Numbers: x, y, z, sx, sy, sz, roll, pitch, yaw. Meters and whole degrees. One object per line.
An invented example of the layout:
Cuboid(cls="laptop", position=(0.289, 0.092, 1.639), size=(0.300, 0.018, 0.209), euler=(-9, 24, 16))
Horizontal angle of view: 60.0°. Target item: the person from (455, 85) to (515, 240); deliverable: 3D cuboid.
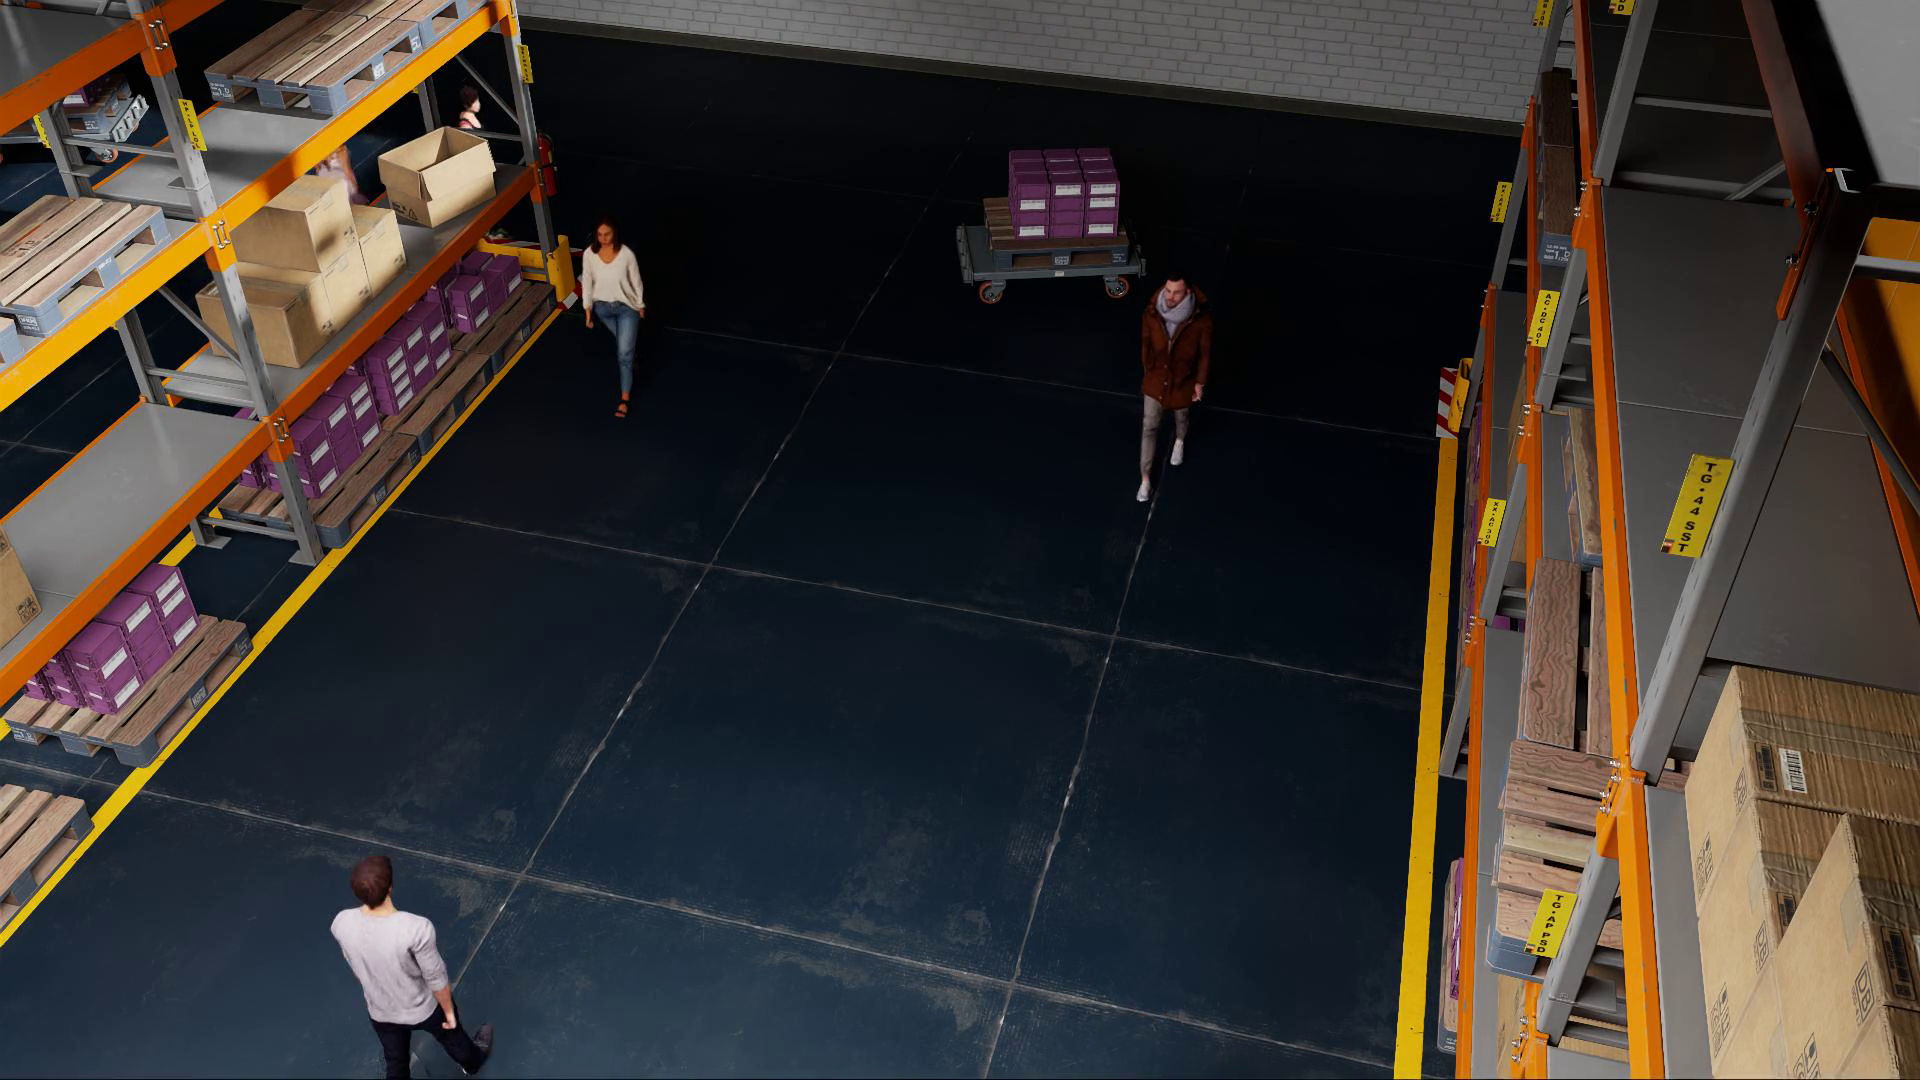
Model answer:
Cuboid(cls="person", position=(-4.588, -3.494, 15.516), size=(0.761, 1.539, 0.694), euler=(-12, 40, -15))

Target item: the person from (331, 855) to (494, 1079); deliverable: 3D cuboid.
Cuboid(cls="person", position=(-2.704, 2.288, 8.048), size=(0.785, 1.823, 0.978), euler=(3, 39, 3))

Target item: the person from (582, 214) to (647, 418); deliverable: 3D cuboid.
Cuboid(cls="person", position=(-2.760, -1.908, 13.455), size=(0.693, 1.631, 1.120), euler=(5, 39, 6))

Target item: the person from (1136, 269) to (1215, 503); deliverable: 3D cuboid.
Cuboid(cls="person", position=(1.620, -1.237, 12.485), size=(0.701, 1.794, 1.112), euler=(9, 39, 11))
